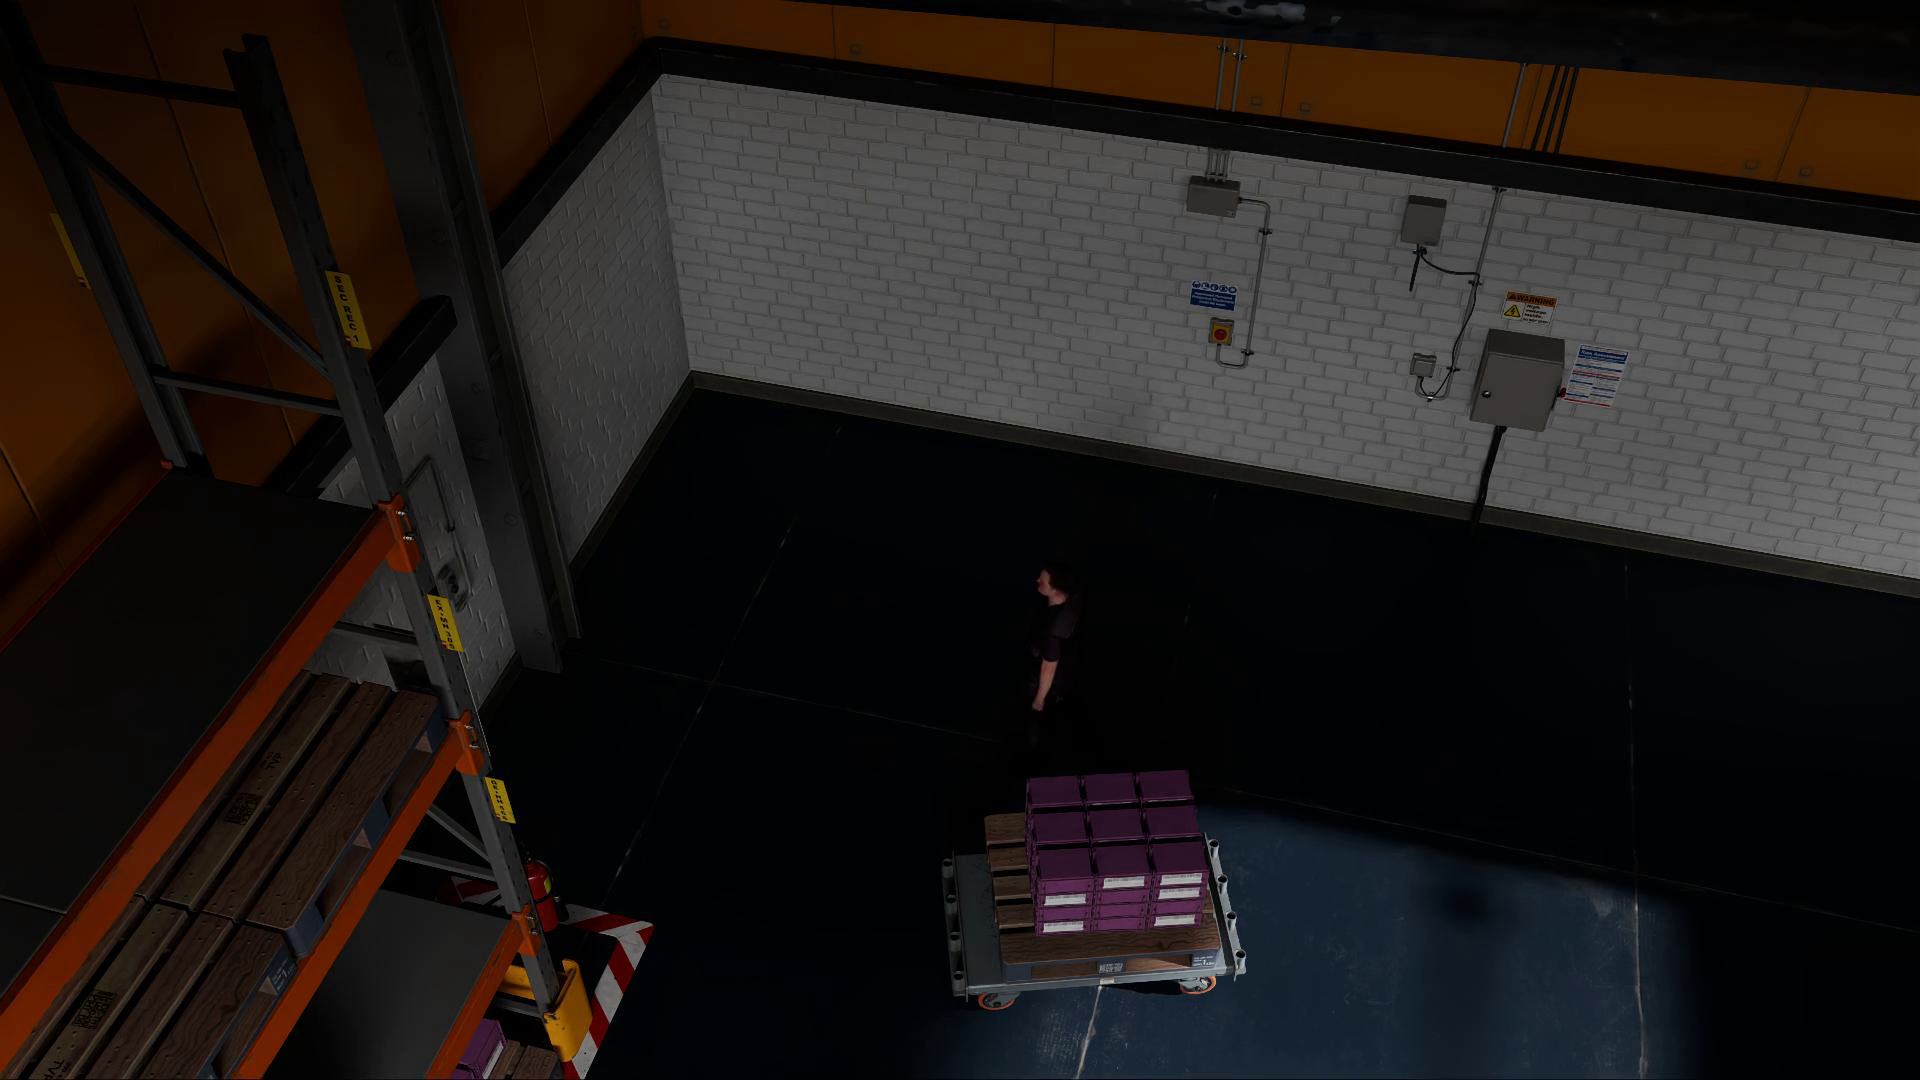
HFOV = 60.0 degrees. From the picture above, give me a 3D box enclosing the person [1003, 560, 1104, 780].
[{"bbox_3d":[0.618,0.780,10.114,0.789,1.844,0.747,11,45,11],"label":"person"}]
